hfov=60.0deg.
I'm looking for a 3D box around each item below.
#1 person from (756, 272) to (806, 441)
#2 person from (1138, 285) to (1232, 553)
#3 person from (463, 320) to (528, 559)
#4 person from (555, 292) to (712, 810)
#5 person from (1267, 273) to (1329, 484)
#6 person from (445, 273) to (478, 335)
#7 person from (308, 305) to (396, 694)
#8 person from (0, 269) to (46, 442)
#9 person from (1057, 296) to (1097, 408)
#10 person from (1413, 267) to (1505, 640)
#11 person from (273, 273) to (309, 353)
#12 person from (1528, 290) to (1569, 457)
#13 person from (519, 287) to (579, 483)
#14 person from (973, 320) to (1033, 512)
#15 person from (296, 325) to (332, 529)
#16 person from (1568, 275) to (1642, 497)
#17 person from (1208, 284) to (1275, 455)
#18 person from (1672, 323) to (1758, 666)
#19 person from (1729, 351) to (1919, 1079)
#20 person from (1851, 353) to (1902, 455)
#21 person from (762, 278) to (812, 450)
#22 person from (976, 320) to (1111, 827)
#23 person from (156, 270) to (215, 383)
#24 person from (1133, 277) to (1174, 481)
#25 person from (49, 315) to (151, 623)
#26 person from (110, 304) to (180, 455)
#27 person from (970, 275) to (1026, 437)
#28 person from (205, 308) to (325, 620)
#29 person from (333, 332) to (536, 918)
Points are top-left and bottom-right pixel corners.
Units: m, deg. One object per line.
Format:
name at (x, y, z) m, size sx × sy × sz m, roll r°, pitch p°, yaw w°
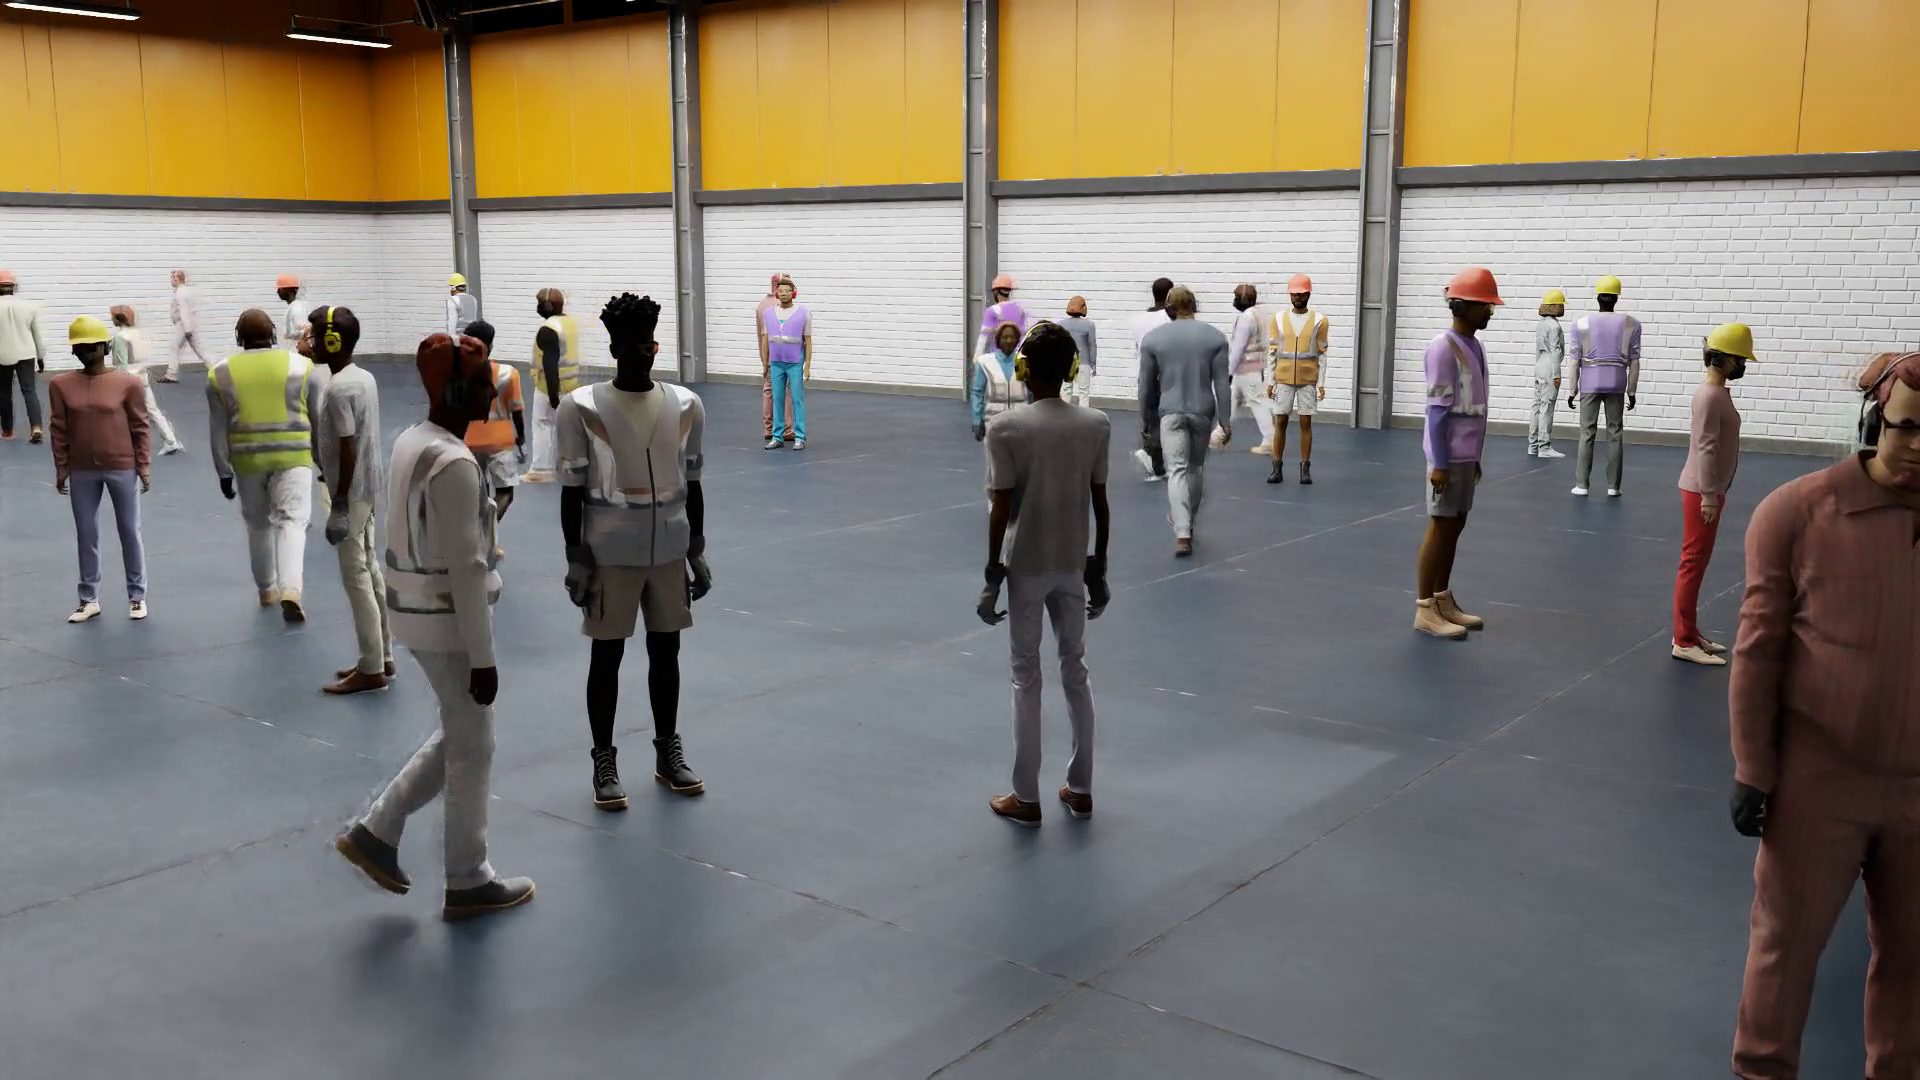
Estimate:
person at (-2.028, -2.070, 18.863) m, size 0.401 × 1.905 × 0.642 m, roll -8°, pitch 13°, yaw -39°
person at (1.609, -0.872, 11.926) m, size 0.655 × 1.875 × 1.039 m, roll 0°, pitch 10°, yaw -1°
person at (-3.197, -0.636, 11.149) m, size 0.539 × 1.678 × 0.701 m, roll 1°, pitch 10°, yaw 4°
person at (-1.240, 0.037, 6.402) m, size 0.606 × 1.966 × 0.367 m, roll -6°, pitch 12°, yaw -33°
person at (3.093, -1.475, 15.288) m, size 0.542 × 1.939 × 0.364 m, roll 3°, pitch 10°, yaw 15°
person at (-7.307, -2.976, 24.333) m, size 0.403 × 1.835 × 0.586 m, roll 4°, pitch 11°, yaw 22°
person at (-2.943, -0.189, 8.015) m, size 0.311 × 1.865 × 0.532 m, roll -1°, pitch 10°, yaw -6°
person at (-10.643, -2.073, 18.751) m, size 0.637 × 1.955 × 1.005 m, roll -9°, pitch 13°, yaw -41°
person at (1.357, -2.019, 19.342) m, size 0.497 × 1.633 × 0.285 m, roll 4°, pitch 11°, yaw 22°
person at (2.769, -0.478, 9.189) m, size 0.395 × 2.038 × 0.615 m, roll 7°, pitch 12°, yaw 34°
person at (-8.003, -2.276, 20.136) m, size 1.010 × 1.886 × 0.556 m, roll -4°, pitch 10°, yaw -20°
person at (6.165, -1.737, 17.382) m, size 0.294 × 1.744 × 0.487 m, roll 0°, pitch 10°, yaw -3°
person at (-3.664, -1.418, 15.324) m, size 0.844 × 1.818 × 0.629 m, roll 2°, pitch 10°, yaw 11°
person at (0.357, -0.912, 12.977) m, size 0.525 × 1.616 × 0.718 m, roll 0°, pitch 10°, yaw -3°
person at (-4.871, -0.826, 12.554) m, size 0.510 × 1.575 × 0.916 m, roll -6°, pitch 12°, yaw -33°
person at (5.588, -1.329, 14.469) m, size 0.587 × 1.928 × 0.363 m, roll 2°, pitch 10°, yaw 14°
person at (2.974, -1.800, 17.605) m, size 0.947 × 1.789 × 0.652 m, roll 4°, pitch 10°, yaw 21°
person at (3.906, -0.241, 8.634) m, size 0.325 × 1.760 × 0.523 m, roll 5°, pitch 11°, yaw 26°
person at (2.058, 0.532, 3.718) m, size 0.637 × 1.902 × 0.406 m, roll 2°, pitch 10°, yaw 12°
person at (4.921, -0.195, 8.866) m, size 0.857 × 1.589 × 0.505 m, roll 7°, pitch 12°, yaw 34°
person at (-1.866, -1.895, 17.988) m, size 0.571 × 1.849 × 0.382 m, roll 3°, pitch 10°, yaw 17°
person at (0.310, 0.127, 6.165) m, size 0.538 × 1.869 × 0.313 m, roll -4°, pitch 11°, yaw -23°
person at (-12.737, -3.516, 27.422) m, size 0.988 × 1.867 × 0.637 m, roll -1°, pitch 10°, yaw -5°
person at (1.794, -1.475, 15.400) m, size 0.521 × 1.896 × 0.614 m, roll -8°, pitch 12°, yaw -38°
person at (-4.924, -0.404, 9.553) m, size 0.526 × 1.768 × 0.331 m, roll -2°, pitch 10°, yaw -11°
person at (-8.622, -1.655, 17.325) m, size 0.852 × 1.600 × 0.509 m, roll 0°, pitch 10°, yaw 2°
person at (0.461, -2.071, 18.971) m, size 0.668 × 1.869 × 1.015 m, roll -9°, pitch 13°, yaw -41°
person at (-4.028, -0.448, 9.716) m, size 0.630 × 1.808 × 0.917 m, roll -3°, pitch 10°, yaw -15°
person at (-1.644, 0.292, 5.189) m, size 0.496 × 1.871 × 0.610 m, roll -6°, pitch 11°, yaw -31°
